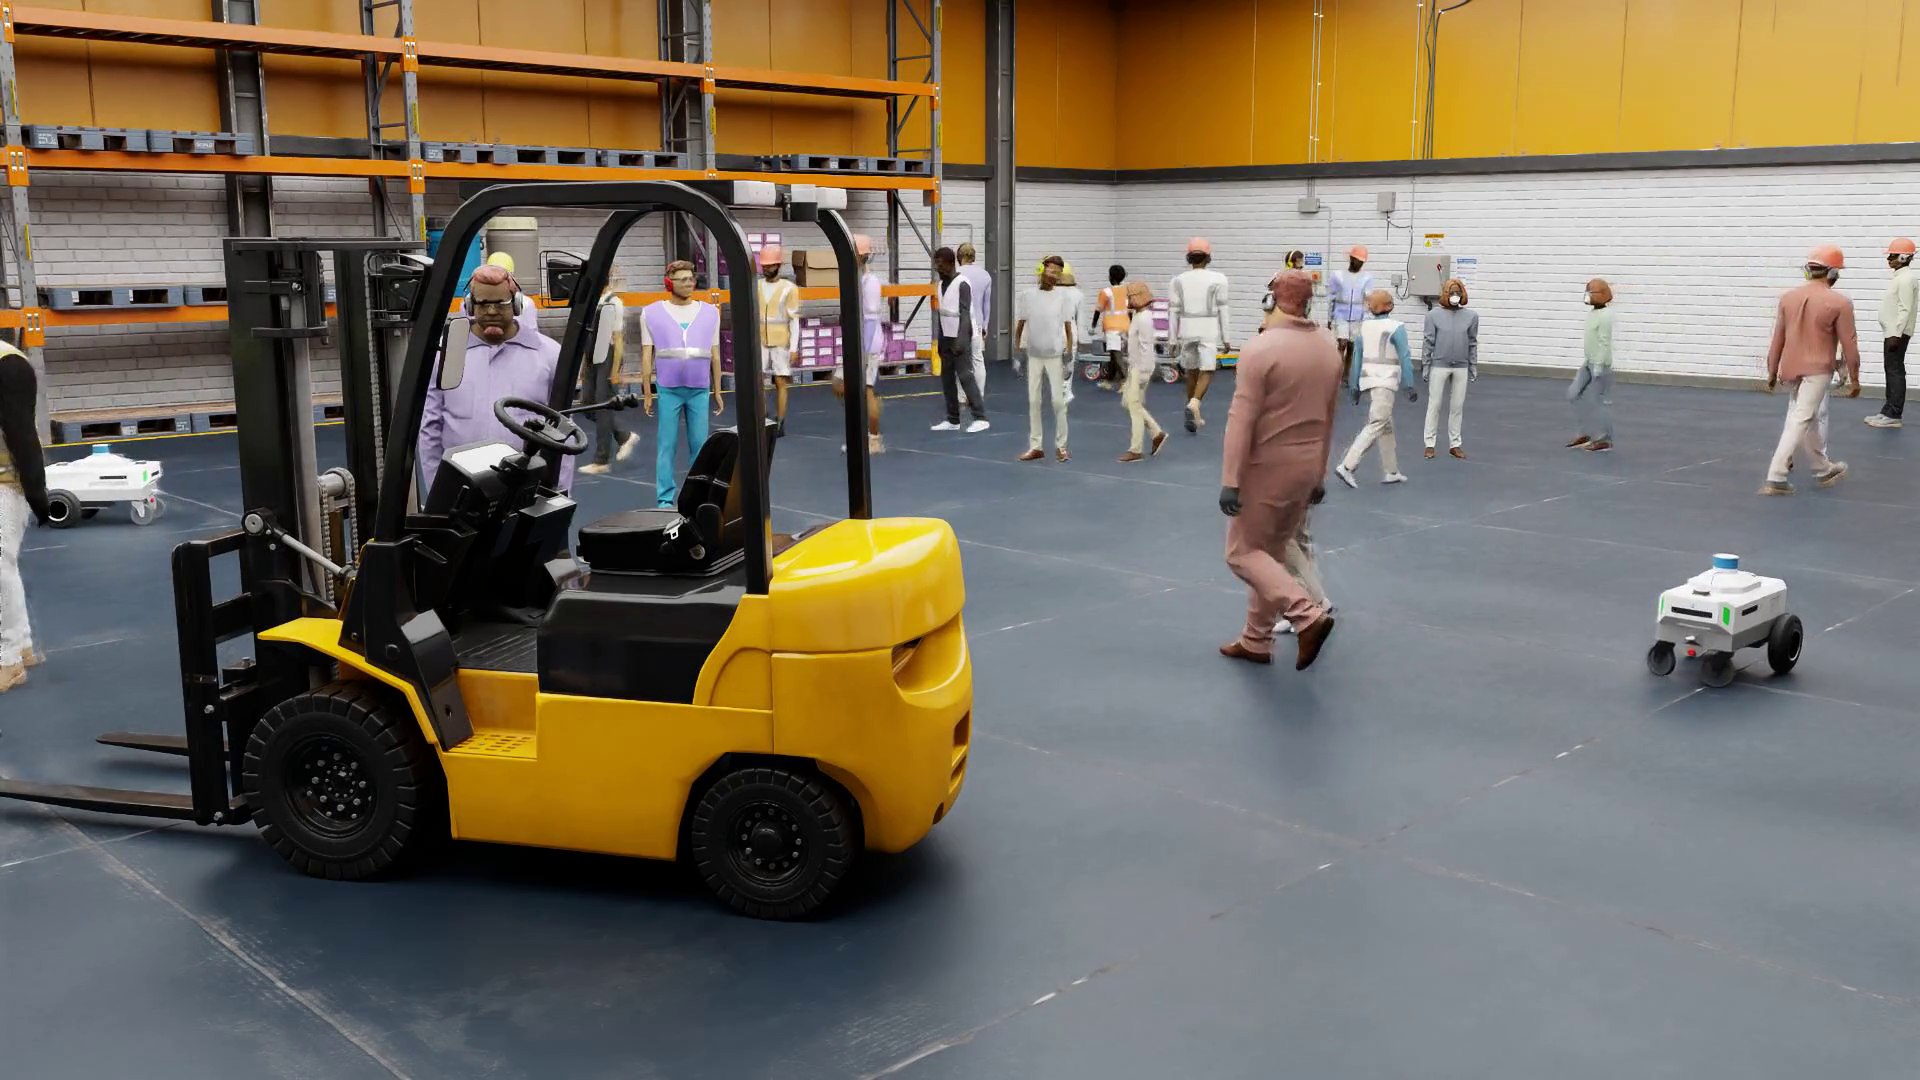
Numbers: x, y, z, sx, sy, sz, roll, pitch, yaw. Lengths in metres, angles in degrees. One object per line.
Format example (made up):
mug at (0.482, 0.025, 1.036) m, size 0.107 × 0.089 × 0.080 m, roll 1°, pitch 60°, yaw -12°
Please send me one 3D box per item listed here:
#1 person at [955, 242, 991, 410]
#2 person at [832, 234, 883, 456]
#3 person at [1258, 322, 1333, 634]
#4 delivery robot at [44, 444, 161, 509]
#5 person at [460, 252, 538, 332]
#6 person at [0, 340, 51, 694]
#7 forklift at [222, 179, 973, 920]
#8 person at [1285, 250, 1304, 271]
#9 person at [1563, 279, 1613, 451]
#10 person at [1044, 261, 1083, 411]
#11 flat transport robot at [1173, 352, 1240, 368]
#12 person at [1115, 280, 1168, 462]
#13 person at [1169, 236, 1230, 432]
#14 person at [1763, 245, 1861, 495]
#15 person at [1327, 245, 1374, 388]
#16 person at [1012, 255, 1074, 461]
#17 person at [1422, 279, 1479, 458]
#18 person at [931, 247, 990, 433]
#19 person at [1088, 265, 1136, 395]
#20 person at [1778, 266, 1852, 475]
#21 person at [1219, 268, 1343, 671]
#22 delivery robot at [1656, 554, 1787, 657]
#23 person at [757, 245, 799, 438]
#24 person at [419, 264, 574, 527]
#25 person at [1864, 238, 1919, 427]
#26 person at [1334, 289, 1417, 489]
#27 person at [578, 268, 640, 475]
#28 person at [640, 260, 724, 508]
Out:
person at (0.074, -2.480, 19.347) m, size 0.636 × 1.938 × 0.358 m, roll -8°, pitch 13°, yaw -36°
person at (-0.937, -1.751, 15.118) m, size 0.521 × 2.025 × 0.627 m, roll -5°, pitch 11°, yaw -24°
person at (1.671, -0.317, 8.388) m, size 0.367 × 1.623 × 0.536 m, roll -1°, pitch 10°, yaw -5°
delivery robot at (-6.022, -0.431, 11.691) m, size 0.707 × 0.478 × 0.477 m, roll -2°, pitch 10°, yaw -9°
person at (-3.696, -1.340, 13.285) m, size 0.667 × 1.877 × 0.779 m, roll -5°, pitch 12°, yaw -26°
person at (-4.370, -0.224, 7.418) m, size 0.712 × 1.801 × 0.727 m, roll 3°, pitch 11°, yaw 16°
forklift at (-1.114, -0.058, 5.440) m, size 2.313 × 2.155 × 1.214 m, roll 2°, pitch 11°, yaw 13°
person at (3.979, -2.640, 20.514) m, size 0.724 × 1.840 × 0.512 m, roll 5°, pitch 11°, yaw 24°
person at (5.901, -1.635, 15.592) m, size 0.525 × 1.610 × 0.538 m, roll 0°, pitch 10°, yaw 1°
person at (1.178, -2.305, 18.955) m, size 0.501 × 1.733 × 0.557 m, roll -6°, pitch 12°, yaw -30°
flat transport robot at (4.041, -2.759, 25.419) m, size 1.431 × 0.197 × 0.652 m, roll -4°, pitch 11°, yaw -22°
person at (1.640, -1.513, 14.930) m, size 0.459 × 1.621 × 0.532 m, roll 0°, pitch 10°, yaw 1°
person at (2.432, -2.108, 17.125) m, size 0.612 × 2.016 × 0.850 m, roll 5°, pitch 12°, yaw 27°
person at (6.740, -1.327, 13.052) m, size 1.035 × 1.933 × 0.654 m, roll -5°, pitch 11°, yaw -24°
person at (5.145, -2.932, 21.931) m, size 0.559 × 1.887 × 0.711 m, roll 1°, pitch 10°, yaw 3°
person at (0.765, -1.622, 14.933) m, size 0.587 × 1.846 × 0.357 m, roll 3°, pitch 11°, yaw 16°
person at (4.454, -1.554, 15.127) m, size 0.509 × 1.632 × 0.268 m, roll 0°, pitch 10°, yaw -1°
person at (-0.006, -2.055, 17.142) m, size 0.512 × 1.897 × 0.725 m, roll -5°, pitch 12°, yaw -26°
person at (2.003, -2.691, 21.296) m, size 0.528 × 1.649 × 0.898 m, roll -7°, pitch 12°, yaw -33°
person at (7.248, -1.487, 14.121) m, size 0.535 × 1.868 × 0.309 m, roll 6°, pitch 12°, yaw 30°
person at (1.495, -0.299, 7.649) m, size 0.681 × 1.875 × 0.710 m, roll -9°, pitch 14°, yaw -40°
delivery robot at (3.512, 0.309, 7.660) m, size 0.707 × 0.478 × 0.477 m, roll -10°, pitch 14°, yaw -43°
person at (-1.885, -1.951, 16.505) m, size 0.586 × 1.919 × 0.548 m, roll 3°, pitch 11°, yaw 16°
person at (-1.949, -0.205, 7.042) m, size 0.640 × 1.904 × 0.409 m, roll -3°, pitch 11°, yaw -14°
person at (9.911, -2.194, 17.648) m, size 0.392 × 1.994 × 0.624 m, roll 4°, pitch 11°, yaw 22°
person at (3.332, -1.221, 13.410) m, size 0.794 × 1.594 × 0.531 m, roll -5°, pitch 12°, yaw -25°
person at (-3.020, -1.477, 14.155) m, size 0.597 × 1.833 × 0.535 m, roll -10°, pitch 14°, yaw -44°
person at (-1.969, -1.051, 11.801) m, size 0.571 × 1.845 × 0.376 m, roll -4°, pitch 11°, yaw -20°
